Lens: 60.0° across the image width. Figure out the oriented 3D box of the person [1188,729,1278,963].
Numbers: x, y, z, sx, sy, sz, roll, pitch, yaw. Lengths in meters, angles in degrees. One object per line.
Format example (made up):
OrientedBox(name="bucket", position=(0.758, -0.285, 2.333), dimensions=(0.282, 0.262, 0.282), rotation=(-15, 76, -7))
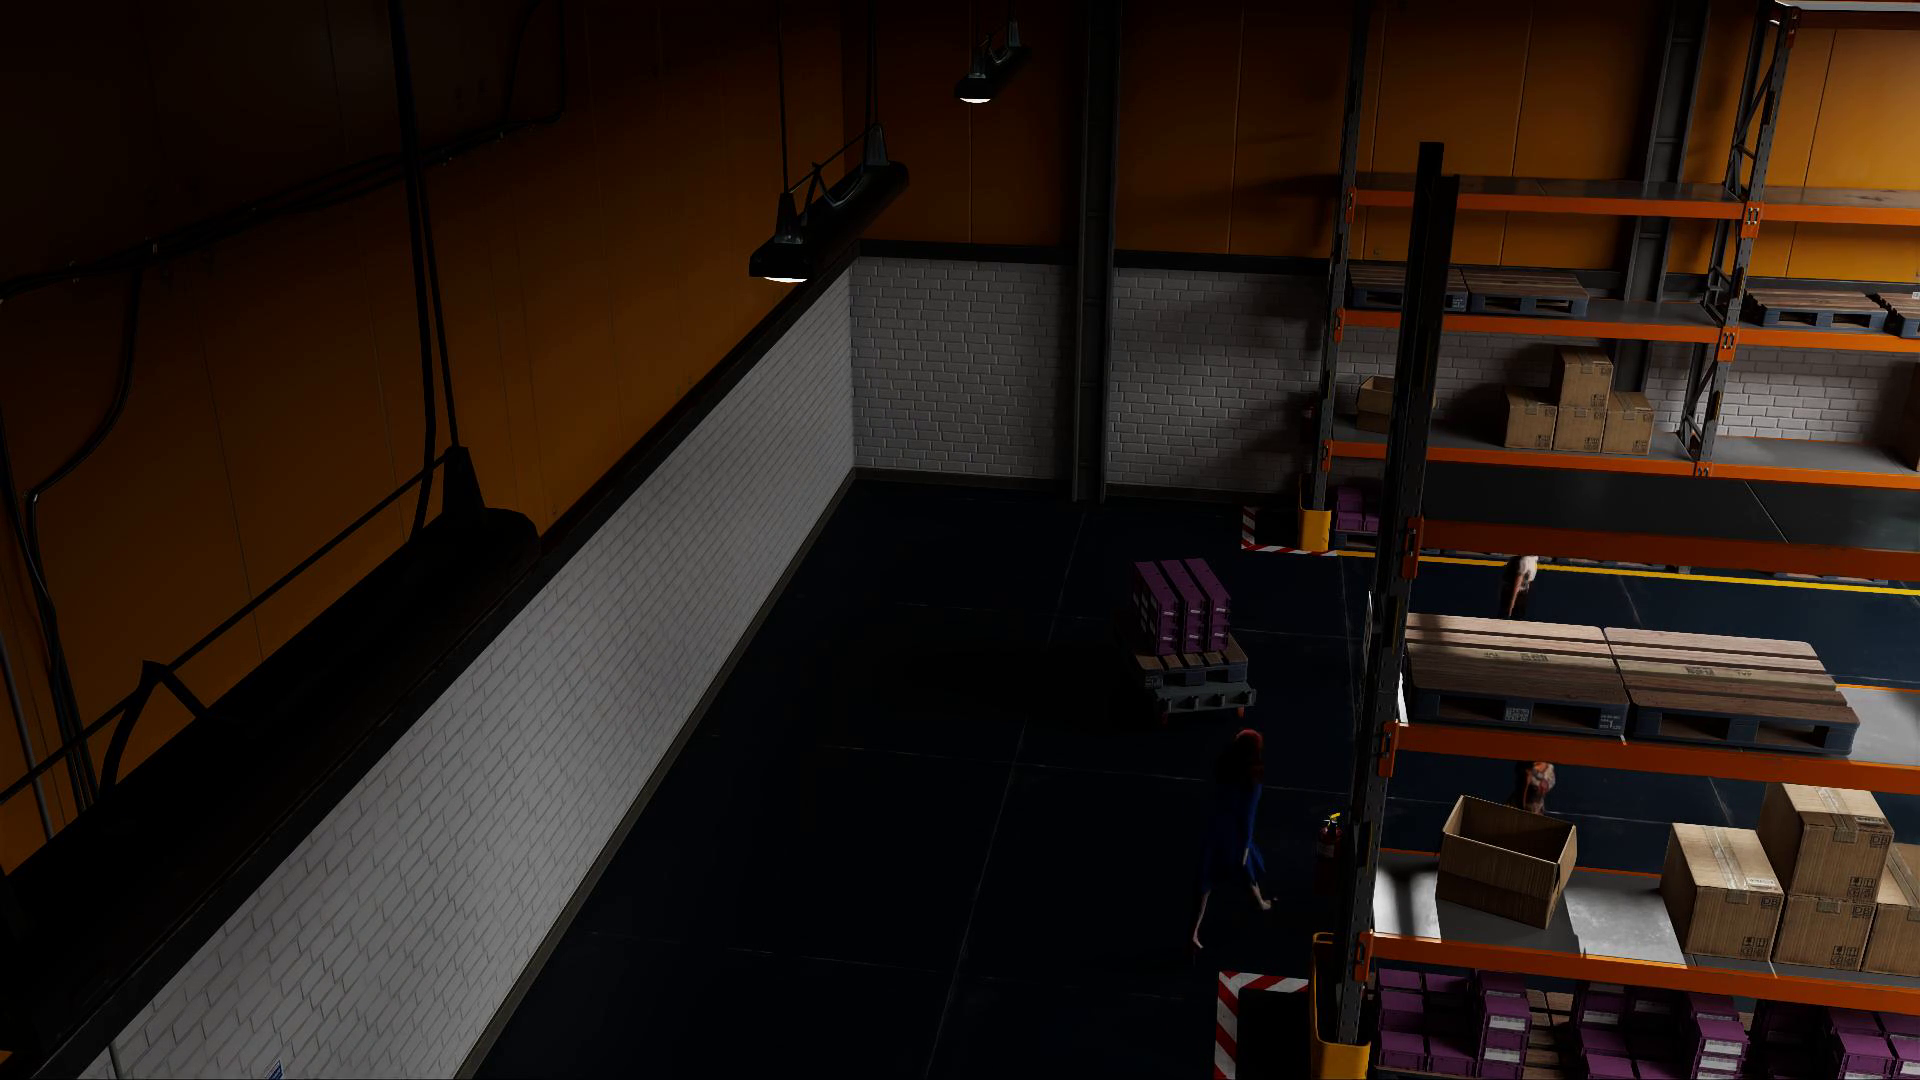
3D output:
OrientedBox(name="person", position=(1.857, 2.228, 11.903), dimensions=(1.175, 1.766, 1.182), rotation=(-21, 31, -40))
